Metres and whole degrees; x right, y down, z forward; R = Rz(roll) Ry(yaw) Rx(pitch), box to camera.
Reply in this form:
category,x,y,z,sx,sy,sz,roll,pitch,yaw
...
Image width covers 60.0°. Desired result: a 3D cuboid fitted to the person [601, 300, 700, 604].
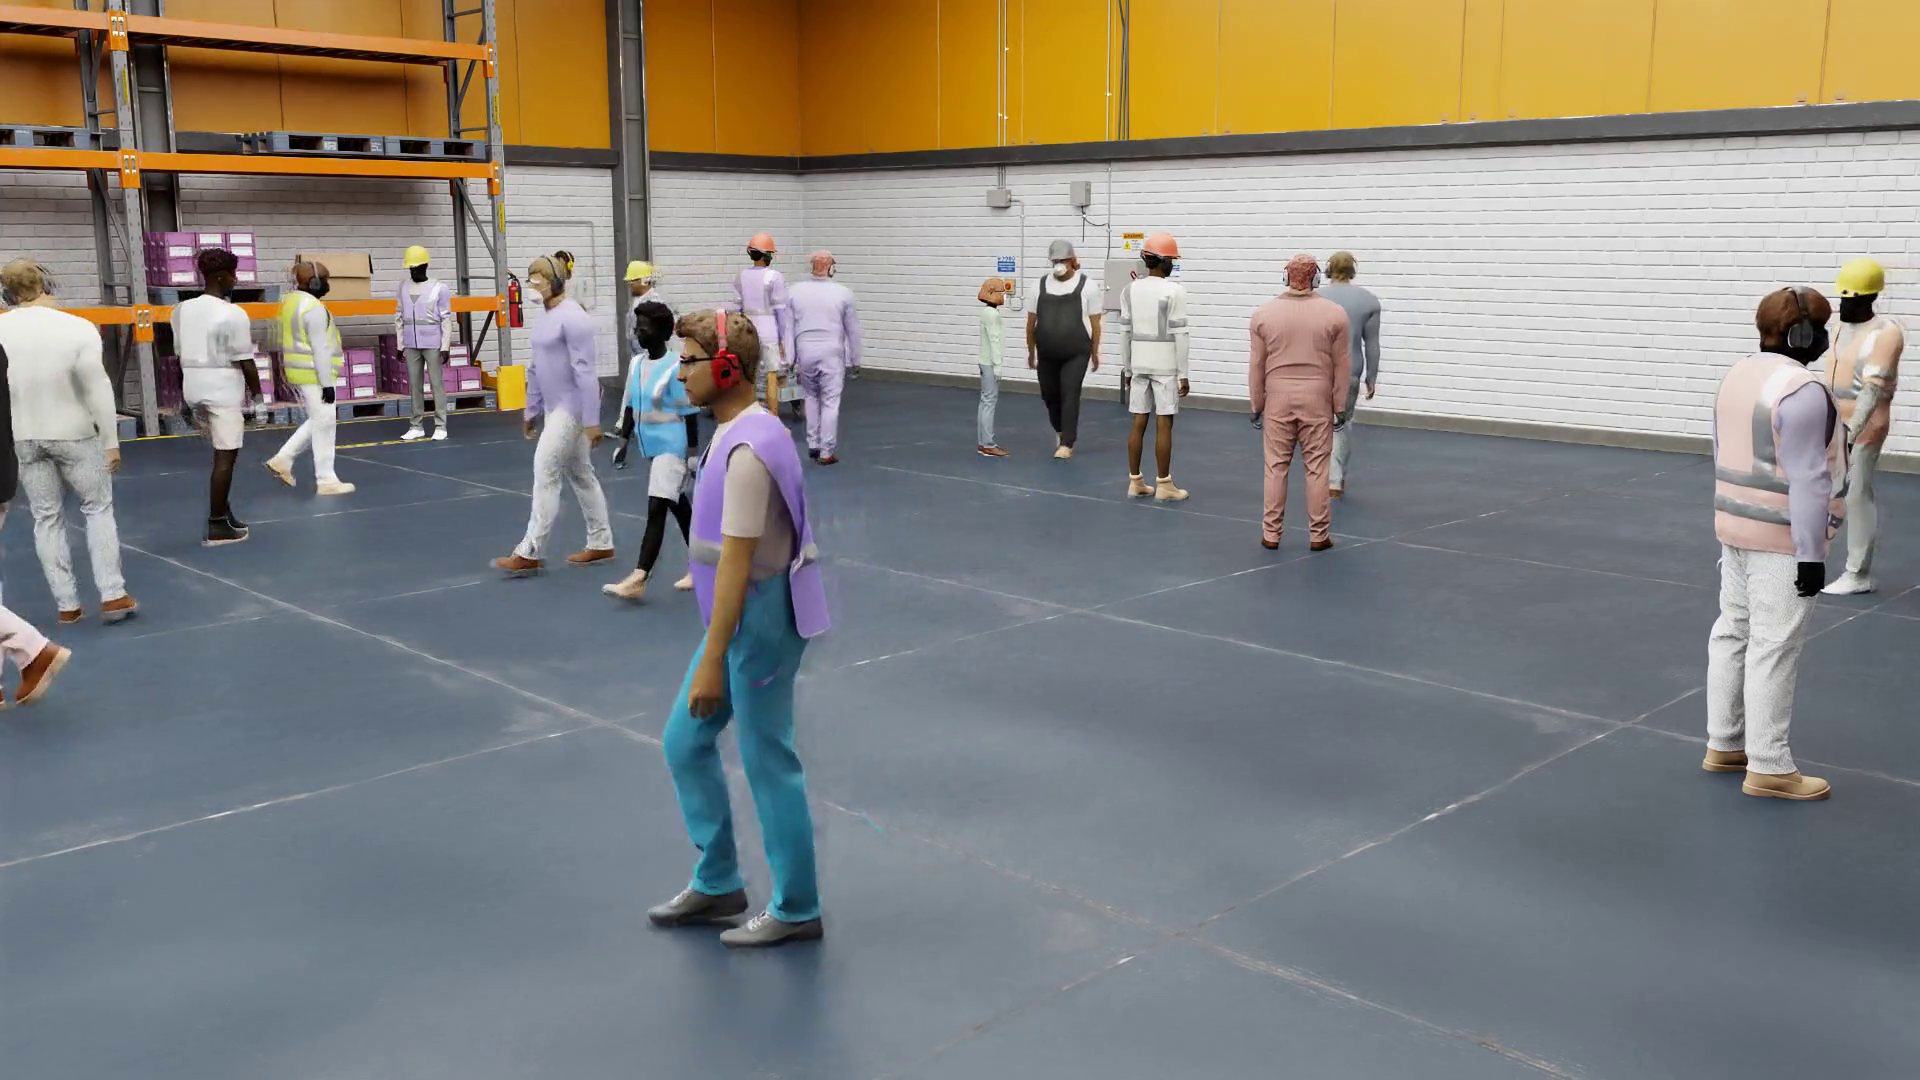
category,x,y,z,sx,sy,sz,roll,pitch,yaw
person,-1.705,-0.489,9.225,0.854,1.655,0.540,-9,14,-40

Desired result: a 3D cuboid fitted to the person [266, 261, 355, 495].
category,x,y,z,sx,sy,sz,roll,pitch,yaw
person,-5.066,-1.248,12.930,0.530,1.828,0.636,-7,13,-35

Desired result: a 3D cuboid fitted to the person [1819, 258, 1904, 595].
category,x,y,z,sx,sy,sz,roll,pitch,yaw
person,4.861,-0.603,9.233,0.732,1.891,0.593,-2,11,-10

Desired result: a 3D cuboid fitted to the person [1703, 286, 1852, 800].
category,x,y,z,sx,sy,sz,roll,pitch,yaw
person,2.974,0.006,6.057,0.429,1.845,0.625,0,10,-2

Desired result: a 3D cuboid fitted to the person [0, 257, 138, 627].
category,x,y,z,sx,sy,sz,roll,pitch,yaw
person,-4.728,-0.498,8.630,0.671,1.910,0.399,-2,11,-10

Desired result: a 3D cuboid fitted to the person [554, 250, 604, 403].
category,x,y,z,sx,sy,sz,roll,pitch,yaw
person,-4.351,-2.328,18.742,0.546,1.857,0.534,9,14,42

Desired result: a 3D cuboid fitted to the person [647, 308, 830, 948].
category,x,y,z,sx,sy,sz,roll,pitch,yaw
person,-0.681,0.276,4.645,0.641,1.824,0.568,-3,11,-14

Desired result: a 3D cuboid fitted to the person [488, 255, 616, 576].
category,x,y,z,sx,sy,sz,roll,pitch,yaw
person,-2.485,-0.730,9.914,0.940,1.892,0.664,-7,12,-32

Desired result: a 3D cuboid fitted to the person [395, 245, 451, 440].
category,x,y,z,sx,sy,sz,roll,pitch,yaw
person,-5.316,-1.942,16.457,0.586,1.923,0.371,2,11,11

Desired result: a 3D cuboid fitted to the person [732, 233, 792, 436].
category,x,y,z,sx,sy,sz,roll,pitch,yaw
person,-1.973,-2.042,16.668,0.605,2.045,0.378,5,12,27

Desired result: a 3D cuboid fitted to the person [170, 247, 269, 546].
category,x,y,z,sx,sy,sz,roll,pitch,yaw
person,-4.847,-0.946,10.965,0.632,1.940,0.595,5,12,26

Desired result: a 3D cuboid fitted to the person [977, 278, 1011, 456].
category,x,y,z,sx,sy,sz,roll,pitch,yaw
person,0.303,-1.592,15.334,0.281,1.634,0.498,-2,11,-8

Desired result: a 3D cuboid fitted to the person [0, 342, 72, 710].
category,x,y,z,sx,sy,sz,roll,pitch,yaw
person,-4.094,-0.225,6.932,0.573,1.976,0.623,-1,10,-3

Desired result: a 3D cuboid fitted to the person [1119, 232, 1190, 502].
category,x,y,z,sx,sy,sz,roll,pitch,yaw
person,1.504,-1.308,12.670,0.615,2.043,0.373,10,14,43

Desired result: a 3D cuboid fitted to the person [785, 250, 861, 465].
category,x,y,z,sx,sy,sz,roll,pitch,yaw
person,-1.193,-1.619,14.797,0.672,1.885,0.609,2,11,12

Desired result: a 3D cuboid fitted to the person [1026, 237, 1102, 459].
category,x,y,z,sx,sy,sz,roll,pitch,yaw
person,0.968,-1.803,15.378,0.694,2.000,0.863,3,11,18

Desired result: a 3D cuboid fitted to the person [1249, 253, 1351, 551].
category,x,y,z,sx,sy,sz,roll,pitch,yaw
person,2.176,-0.876,10.691,0.639,1.908,0.409,3,11,14

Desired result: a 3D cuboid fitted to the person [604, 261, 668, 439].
category,x,y,z,sx,sy,sz,roll,pitch,yaw
person,-3.097,-1.903,16.662,0.967,1.782,0.607,-8,13,-37

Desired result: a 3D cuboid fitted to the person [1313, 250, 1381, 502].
category,x,y,z,sx,sy,sz,roll,pitch,yaw
person,2.890,-1.278,12.902,0.628,1.901,0.879,0,10,-2
